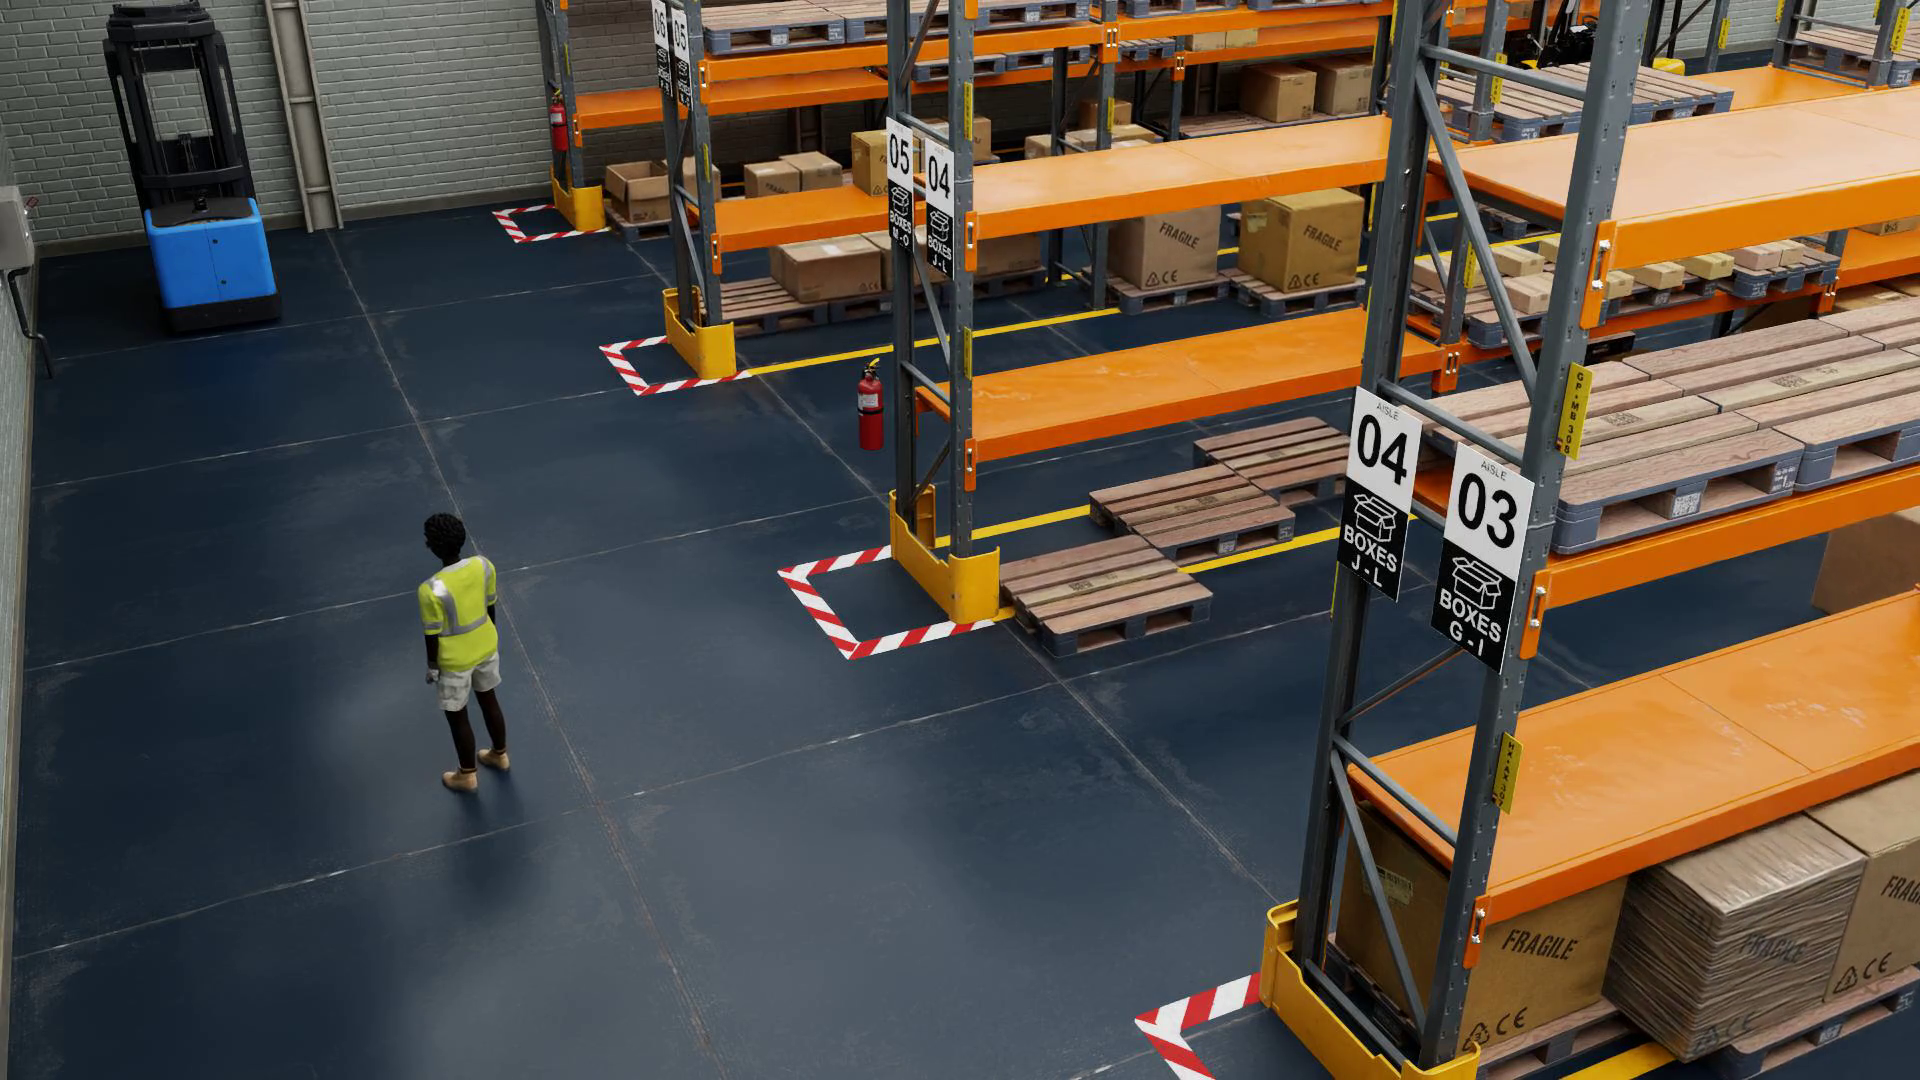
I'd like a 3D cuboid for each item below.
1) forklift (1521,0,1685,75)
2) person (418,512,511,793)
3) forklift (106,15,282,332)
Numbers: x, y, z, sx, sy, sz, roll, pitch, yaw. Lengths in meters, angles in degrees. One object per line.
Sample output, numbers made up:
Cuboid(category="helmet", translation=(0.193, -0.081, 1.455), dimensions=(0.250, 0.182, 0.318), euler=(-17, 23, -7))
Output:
Cuboid(category="forklift", translation=(8.950, -6.807, 23.056), dimensions=(1.214, 2.155, 2.313), euler=(-12, 30, -22))
Cuboid(category="person", translation=(-2.782, 0.629, 9.355), dimensions=(0.319, 1.685, 0.540), euler=(14, 31, 25))
Cuboid(category="forklift", translation=(-7.548, -3.672, 16.323), dimensions=(1.129, 2.768, 1.873), euler=(-12, 30, -22))
